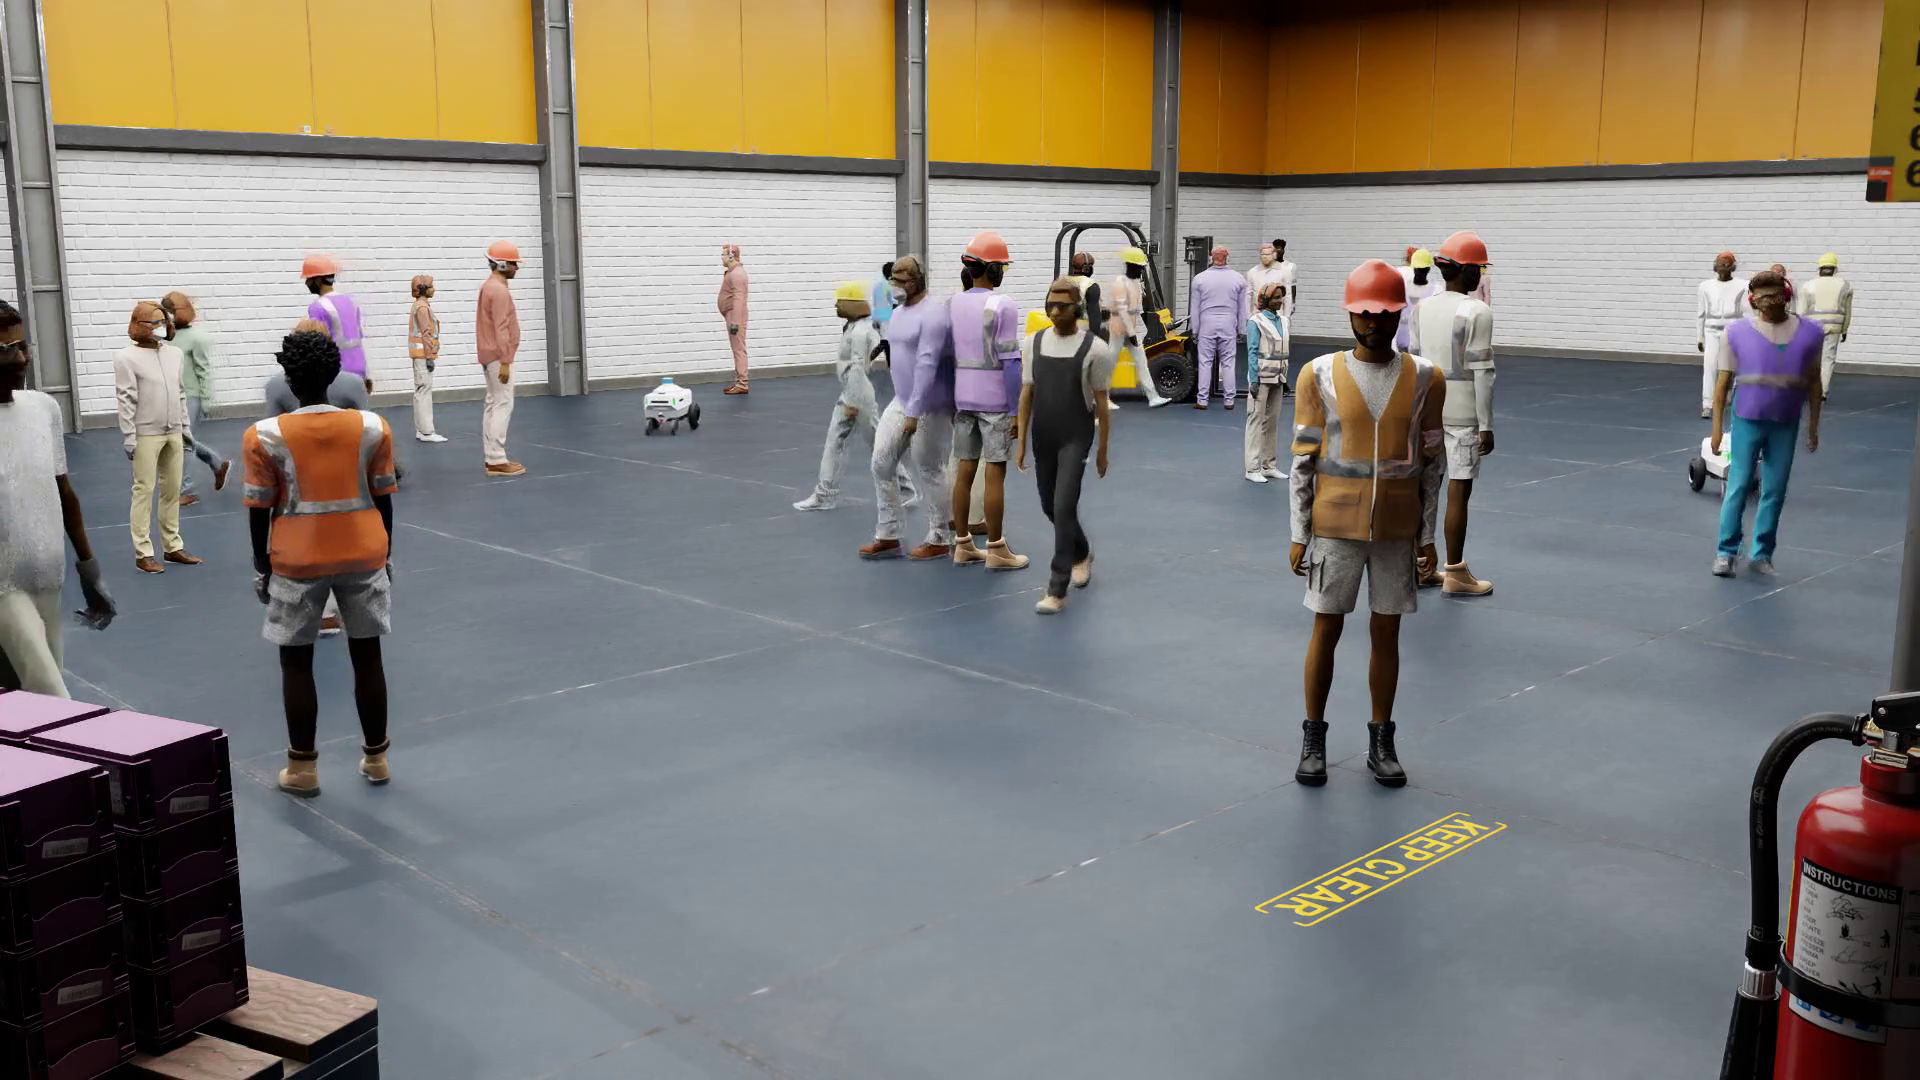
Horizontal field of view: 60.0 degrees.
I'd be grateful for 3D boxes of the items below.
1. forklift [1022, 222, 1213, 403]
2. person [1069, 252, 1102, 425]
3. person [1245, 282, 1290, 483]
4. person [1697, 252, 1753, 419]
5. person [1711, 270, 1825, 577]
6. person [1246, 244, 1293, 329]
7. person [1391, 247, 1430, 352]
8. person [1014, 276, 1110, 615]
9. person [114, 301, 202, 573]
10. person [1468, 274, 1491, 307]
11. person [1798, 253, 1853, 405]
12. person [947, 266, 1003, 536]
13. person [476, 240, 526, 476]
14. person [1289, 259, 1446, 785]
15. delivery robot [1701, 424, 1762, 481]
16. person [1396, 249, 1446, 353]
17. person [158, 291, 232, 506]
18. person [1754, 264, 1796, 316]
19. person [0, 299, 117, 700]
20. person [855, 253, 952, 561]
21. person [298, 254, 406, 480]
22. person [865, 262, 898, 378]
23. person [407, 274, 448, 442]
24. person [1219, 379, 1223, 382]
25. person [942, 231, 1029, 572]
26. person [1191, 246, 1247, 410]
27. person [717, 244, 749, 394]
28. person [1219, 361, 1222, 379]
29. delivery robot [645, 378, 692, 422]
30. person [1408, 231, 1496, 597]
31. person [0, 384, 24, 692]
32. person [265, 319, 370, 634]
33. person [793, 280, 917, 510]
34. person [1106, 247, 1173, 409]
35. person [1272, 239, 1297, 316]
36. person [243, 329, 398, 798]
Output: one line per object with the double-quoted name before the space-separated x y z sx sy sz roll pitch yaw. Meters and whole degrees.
"forklift" 1.935 -2.847 20.651 2.313 2.155 1.214 2 11 13
"person" 1.295 -2.152 17.822 0.430 1.844 0.624 -8 13 -36
"person" 2.538 -1.299 13.719 0.309 1.641 0.514 10 14 44
"person" 8.549 -2.297 18.619 0.591 1.850 0.955 6 12 29
"person" 4.753 -0.670 9.859 0.609 1.839 0.389 1 10 7
"person" 4.241 -3.100 22.828 0.671 1.908 0.399 5 12 26
"person" 6.135 -3.061 22.743 0.660 1.857 0.625 5 12 26
"person" 0.598 -0.551 9.188 0.497 1.816 0.906 6 12 30
"person" -4.857 -0.626 10.070 0.265 1.631 0.507 4 11 20
"person" 7.803 -3.486 25.307 0.533 1.765 0.321 7 13 34
"person" 10.435 -2.553 20.129 0.590 1.790 0.887 4 11 21
"person" 0.087 -0.954 11.259 0.501 1.862 0.328 10 14 43
"person" -3.873 -1.539 14.112 0.426 1.982 0.652 -5 11 -24
"person" 1.485 -0.047 6.083 0.551 1.934 0.372 1 10 4
"delivery robot" 6.020 -0.654 12.906 0.477 0.478 0.707 1 11 8
"person" 4.701 -2.050 17.159 0.596 1.886 0.953 8 13 37
"person" -5.827 -1.082 12.607 0.509 1.611 0.627 5 12 26
"person" 11.049 -2.923 22.582 0.514 1.639 0.309 6 12 29
"person" -3.046 0.146 5.315 0.833 1.842 0.518 2 11 11
"person" -0.341 -0.787 10.209 0.727 1.907 0.624 -7 12 -32
"person" -4.900 -1.353 13.378 0.910 1.891 0.553 2 11 9
"person" -1.127 -3.124 23.633 0.794 1.657 0.564 -7 12 -33
"person" -5.261 -1.783 16.356 0.314 1.641 0.515 -4 11 -23
"person" 3.461 -3.076 23.071 0.310 1.769 0.525 -3 11 -14
"person" 0.156 -0.828 10.055 0.605 2.044 0.374 10 14 43
"person" 3.000 -2.458 19.342 0.639 1.900 0.401 0 10 1
"person" -2.897 -2.816 21.268 0.399 1.908 0.643 -1 10 -6
"person" 3.618 -3.209 23.588 0.430 1.845 0.624 -4 11 -21
"delivery robot" -3.003 -1.428 17.128 0.477 0.478 0.707 1 10 5
"person" 2.779 -0.701 9.359 0.374 2.044 0.607 -5 12 -27
"person" -3.739 -0.063 6.248 0.611 1.910 0.426 1 10 5
"person" -3.304 -0.347 8.666 0.503 1.591 0.884 -1 10 -4
"person" -0.745 -1.057 12.241 0.910 1.702 0.495 -3 11 -15
"person" 1.978 -2.418 19.194 1.008 1.872 0.607 8 13 37
"person" 5.032 -3.789 26.406 0.612 1.965 0.362 4 11 19
"person" -2.293 0.089 6.030 0.537 1.691 0.319 -6 12 -31
